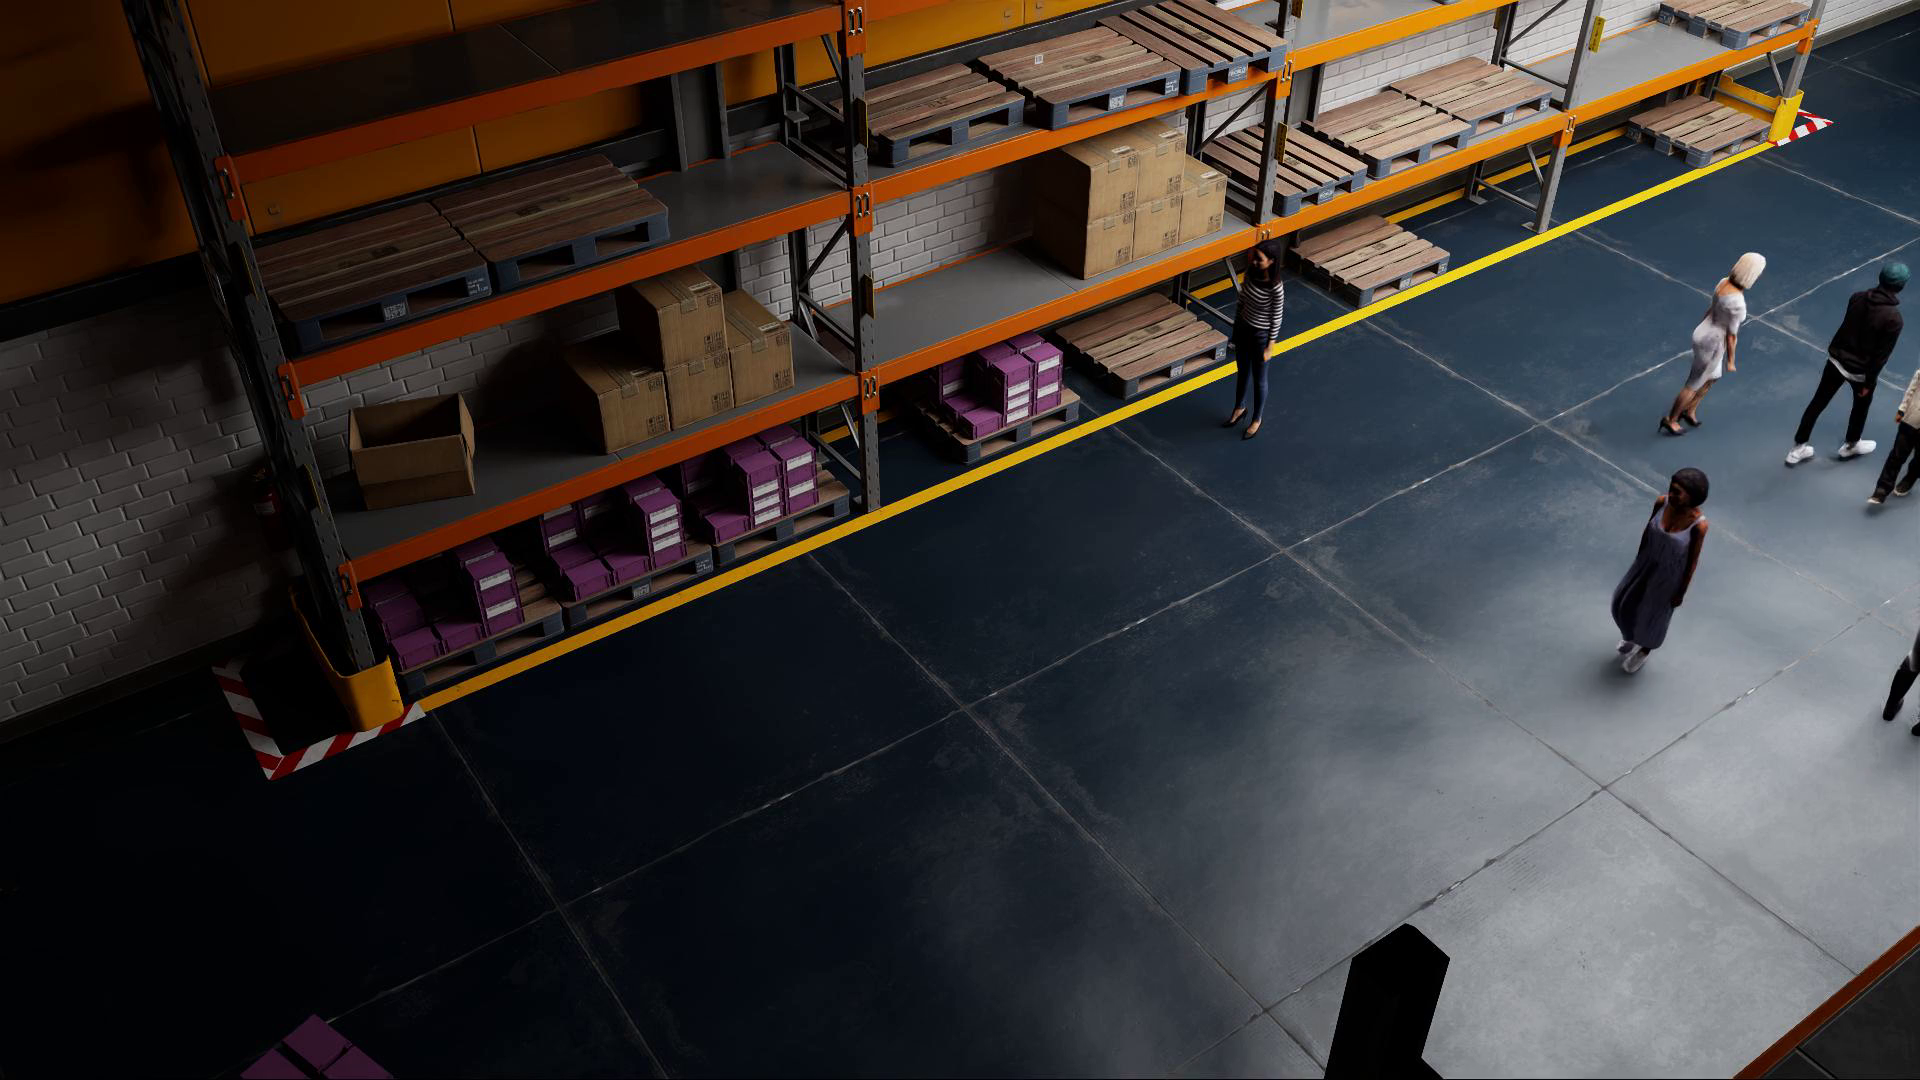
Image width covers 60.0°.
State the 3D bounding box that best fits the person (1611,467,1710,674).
[{"bbox_3d":[4.822,0.184,11.295,0.677,1.681,0.590,-23,44,-26],"label":"person"}]

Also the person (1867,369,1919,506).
[{"bbox_3d":[7.502,-0.921,12.883,0.722,1.427,0.958,32,48,33],"label":"person"}]

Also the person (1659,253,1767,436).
[{"bbox_3d":[5.981,-1.558,13.440,0.788,1.727,0.737,2,39,3],"label":"person"}]

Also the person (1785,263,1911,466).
[{"bbox_3d":[6.974,-1.341,13.125,1.065,1.782,0.800,-20,43,-23],"label":"person"}]

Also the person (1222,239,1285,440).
[{"bbox_3d":[2.397,-1.632,13.477,0.471,1.797,0.579,-25,45,-28],"label":"person"}]
